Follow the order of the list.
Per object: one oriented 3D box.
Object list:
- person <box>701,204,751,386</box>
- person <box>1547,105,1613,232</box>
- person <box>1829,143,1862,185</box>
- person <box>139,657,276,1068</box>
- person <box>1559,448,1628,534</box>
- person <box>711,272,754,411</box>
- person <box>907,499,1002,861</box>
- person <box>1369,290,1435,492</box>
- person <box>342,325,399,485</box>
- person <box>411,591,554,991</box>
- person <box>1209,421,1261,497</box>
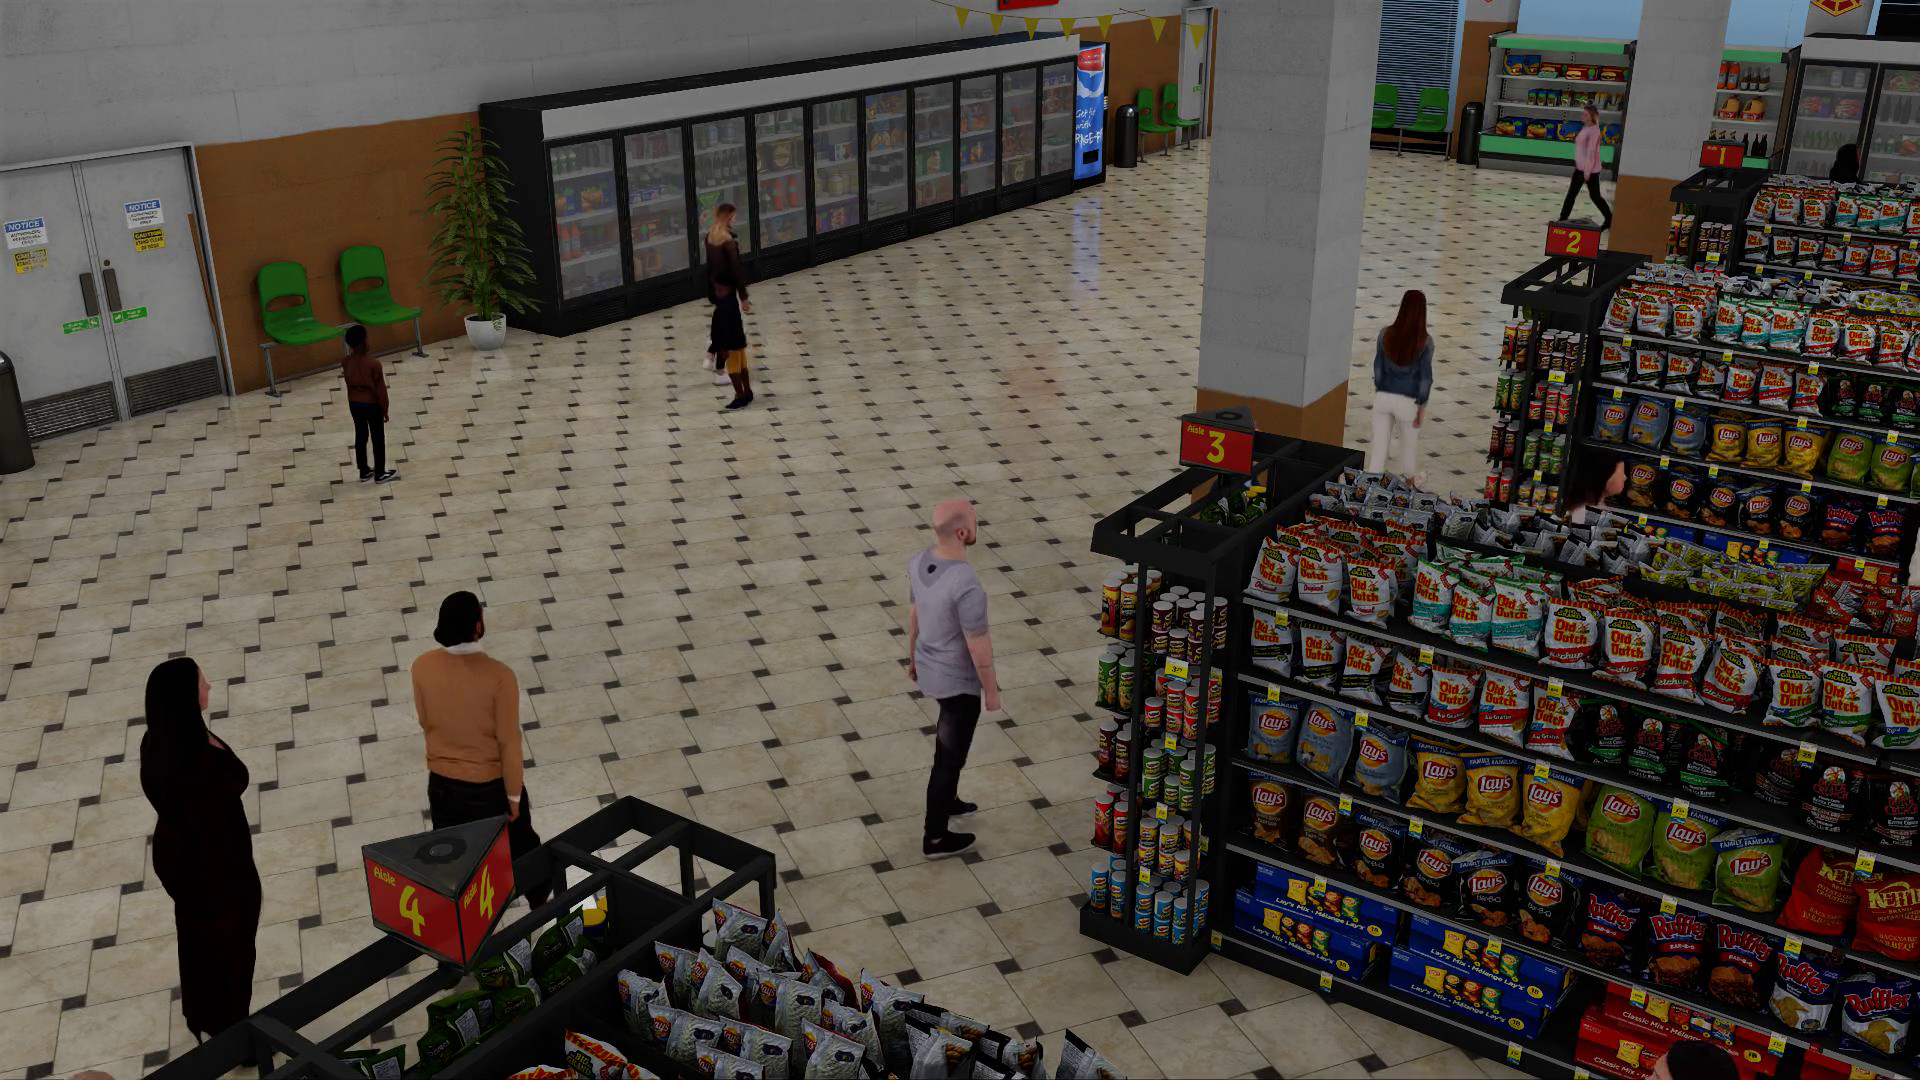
[{"bbox_3d":[-2.246,-2.231,15.312,0.766,1.682,0.664,-17,27,-36],"label":"person"},{"bbox_3d":[8.371,-4.866,21.918,1.207,1.647,1.085,0,22,0],"label":"person"},{"bbox_3d":[10.111,-3.755,19.194,0.786,1.616,0.756,1,22,4],"label":"person"},{"bbox_3d":[-2.962,1.275,6.485,0.791,1.759,0.637,-16,27,-35],"label":"person"},{"bbox_3d":[3.279,0.288,9.095,1.135,1.644,0.890,6,23,15],"label":"person"},{"bbox_3d":[-1.984,-1.789,14.795,0.718,1.248,0.727,6,23,14],"label":"person"},{"bbox_3d":[-0.123,0.680,7.882,0.868,1.821,0.751,-13,25,-30],"label":"person"},{"bbox_3d":[3.167,-0.939,12.131,0.994,1.656,0.729,11,25,26],"label":"person"},{"bbox_3d":[-4.639,-1.061,12.976,0.501,1.253,0.626,6,23,15],"label":"person"},{"bbox_3d":[-2.095,1.083,7.031,1.183,1.708,1.064,3,22,7],"label":"person"},{"bbox_3d":[1.459,0.235,8.922,0.635,1.872,0.710,8,23,19],"label":"person"}]
